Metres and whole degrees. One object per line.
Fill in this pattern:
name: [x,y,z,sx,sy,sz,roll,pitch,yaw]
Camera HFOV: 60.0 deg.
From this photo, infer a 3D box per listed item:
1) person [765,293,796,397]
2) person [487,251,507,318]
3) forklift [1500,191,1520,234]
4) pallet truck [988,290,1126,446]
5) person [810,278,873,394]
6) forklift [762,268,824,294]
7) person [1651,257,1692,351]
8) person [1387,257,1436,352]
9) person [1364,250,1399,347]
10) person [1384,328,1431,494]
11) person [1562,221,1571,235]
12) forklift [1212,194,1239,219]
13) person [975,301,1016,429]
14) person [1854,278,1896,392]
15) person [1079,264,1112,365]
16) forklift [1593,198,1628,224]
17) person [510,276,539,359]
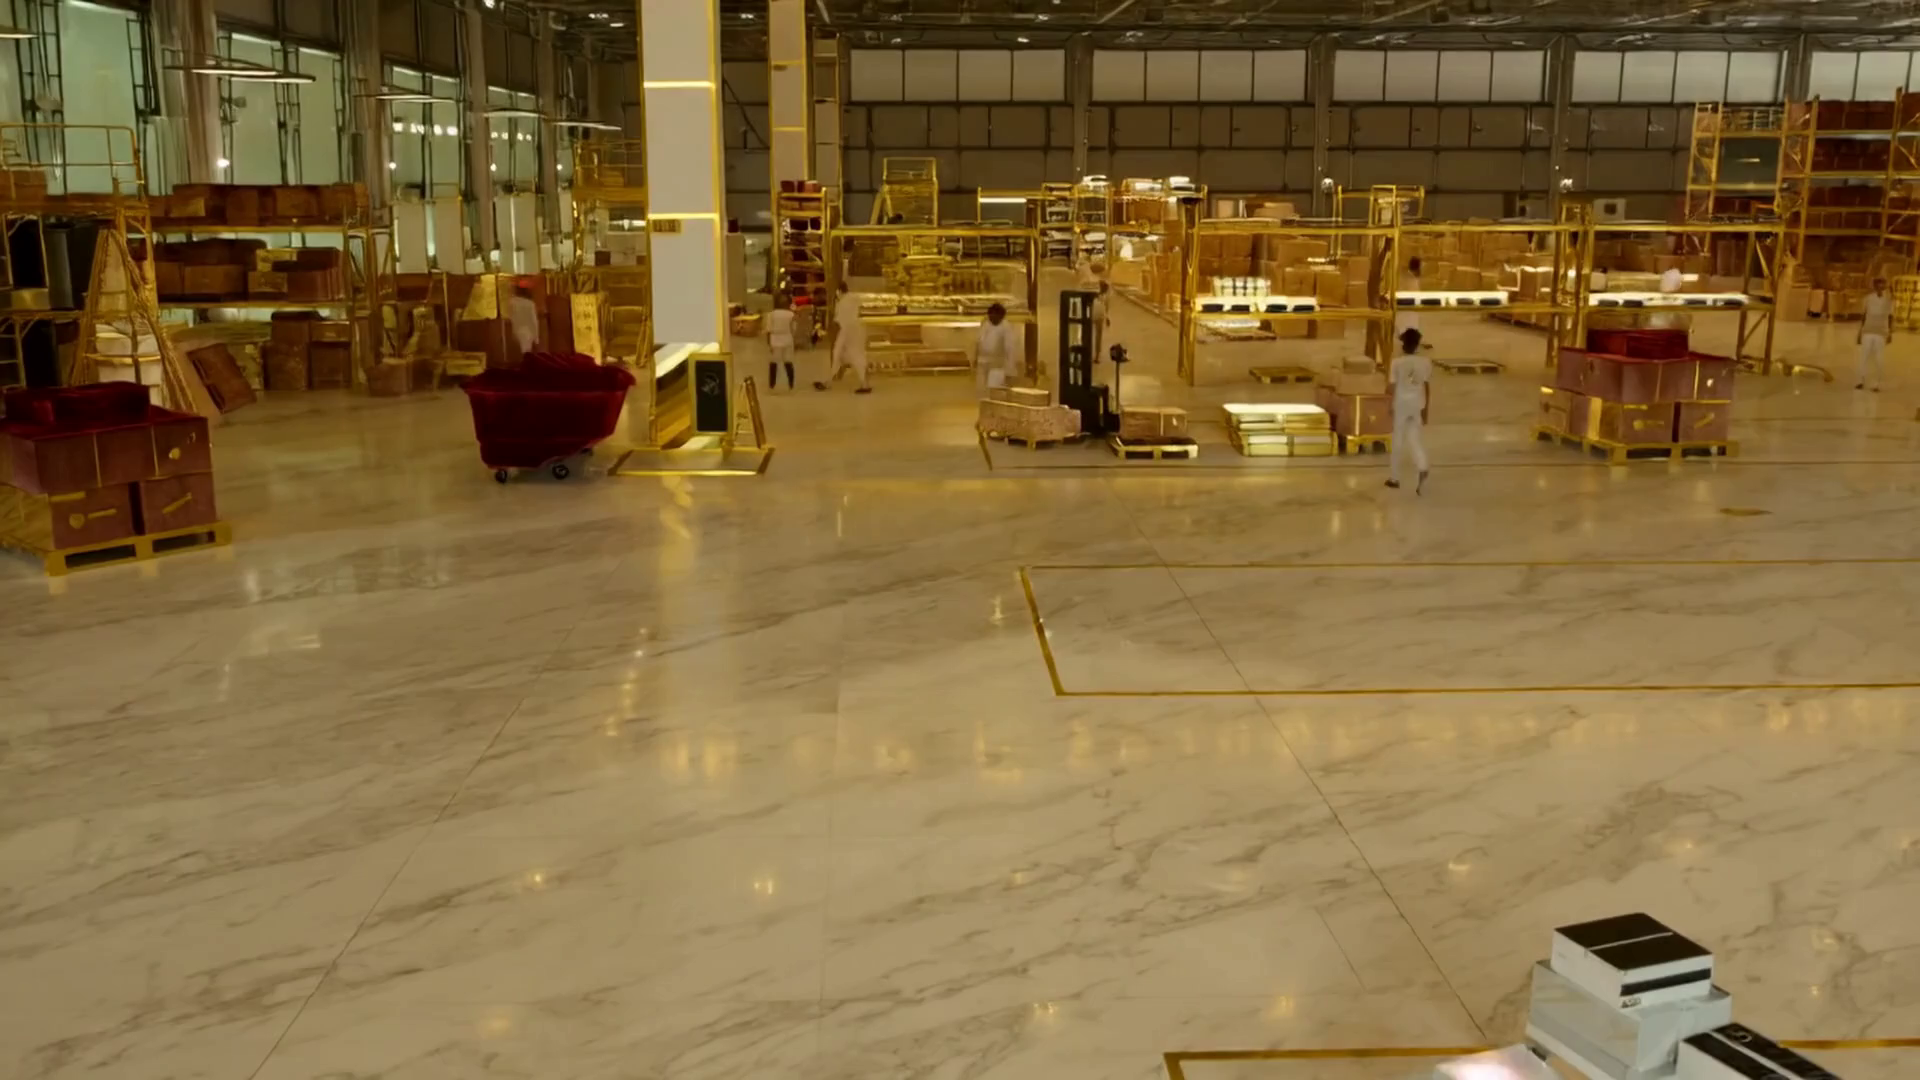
person: [-2.858,-3.124,26.633,0.545,1.650,0.875,-6,14,-26]
person: [-11.421,-6.267,40.869,0.522,1.631,0.324,12,17,42]
forklift: [20.762,-11.780,62.906,1.873,2.768,1.129,0,12,-2]
pallet truck: [1.257,-2.299,22.111,1.885,1.965,0.823,-9,15,-35]
person: [-1.878,-3.248,26.666,1.054,1.874,0.637,-3,13,-14]
forklift: [-4.844,-8.616,48.621,1.873,2.768,1.129,0,12,-2]
person: [14.127,-4.677,33.113,1.036,1.890,0.651,-2,13,-11]
person: [8.982,-4.678,33.127,1.041,1.891,0.631,0,12,1]
person: [8.568,-4.925,33.871,0.634,2.000,0.699,1,13,3]
person: [5.032,-1.432,18.571,0.524,1.846,0.807,-2,13,-9]
person: [21.045,-10.089,57.477,0.548,1.905,0.807,7,14,30]
forklift: [8.913,-10.261,56.048,1.129,2.768,1.873,-6,14,-26]
person: [0.524,-2.403,23.001,0.593,1.820,0.652,-10,16,-39]
person: [14.973,-3.360,27.225,0.334,1.860,0.509,-11,17,-41]
person: [2.489,-4.125,30.615,0.612,1.876,0.954,1,13,7]
forklift: [18.141,-8.179,46.648,1.873,2.768,1.129,-6,14,-25]
person: [-6.984,-3.257,26.648,0.586,1.911,0.515,9,15,35]
